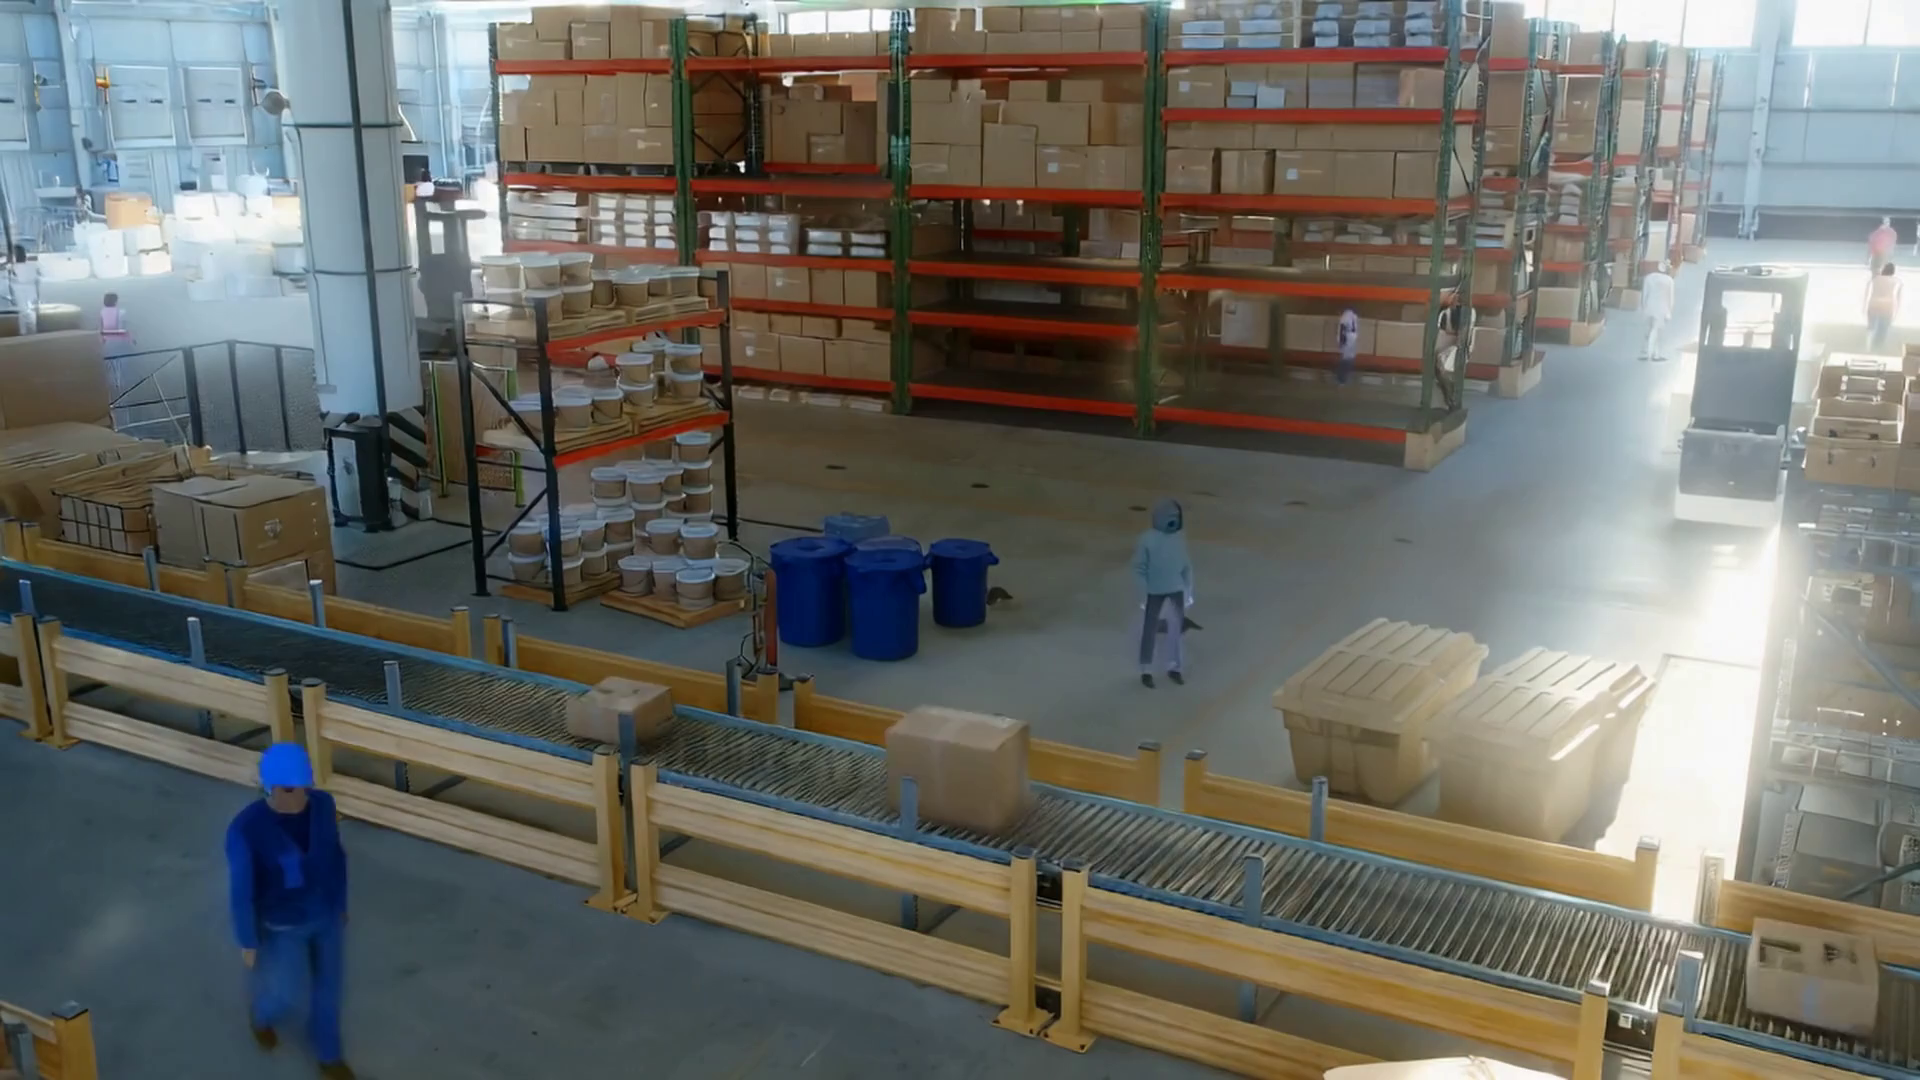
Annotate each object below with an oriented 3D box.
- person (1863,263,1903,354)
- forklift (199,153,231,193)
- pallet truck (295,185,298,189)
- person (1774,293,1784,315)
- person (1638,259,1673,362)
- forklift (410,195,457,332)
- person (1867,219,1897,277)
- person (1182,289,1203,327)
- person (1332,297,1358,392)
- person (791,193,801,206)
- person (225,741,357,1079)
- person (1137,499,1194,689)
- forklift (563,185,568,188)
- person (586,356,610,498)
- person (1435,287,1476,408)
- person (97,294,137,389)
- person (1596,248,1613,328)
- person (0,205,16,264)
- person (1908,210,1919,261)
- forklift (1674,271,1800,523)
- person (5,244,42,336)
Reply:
[{"bbox_3d":[17.435,-4.336,31.479,0.627,1.805,0.934,9,17,29],"label":"person"},{"bbox_3d":[-27.440,-12.865,61.464,1.873,2.768,1.129,8,17,28],"label":"forklift"},{"bbox_3d":[-26.804,-14.617,69.738,1.885,1.965,0.823,-14,20,-42],"label":"pallet truck"},{"bbox_3d":[15.519,-4.219,31.367,0.280,1.624,0.493,1,15,4],"label":"person"},{"bbox_3d":[13.064,-4.304,31.171,0.400,1.899,0.649,-8,17,-27],"label":"person"},{"bbox_3d":[-11.056,-5.871,35.172,1.873,2.768,1.129,8,17,28],"label":"forklift"},{"bbox_3d":[23.439,-7.240,42.311,0.626,1.846,1.017,1,15,2],"label":"person"},{"bbox_3d":[4.588,-4.766,32.863,0.589,1.917,0.553,8,17,28],"label":"person"},{"bbox_3d":[6.482,-3.298,27.768,0.366,1.685,0.551,8,17,28],"label":"person"},{"bbox_3d":[-5.300,-10.316,53.698,0.581,1.932,0.369,12,19,38],"label":"person"},{"bbox_3d":[-3.322,1.832,8.251,0.625,1.812,0.605,11,18,36],"label":"person"},{"bbox_3d":[1.703,0.442,13.845,0.495,1.624,0.282,-5,16,-18],"label":"person"},{"bbox_3d":[-14.755,-13.448,63.654,1.873,2.768,1.129,8,17,28],"label":"forklift"},{"bbox_3d":[-4.422,-1.388,20.453,0.312,1.768,0.522,1,15,4],"label":"person"},{"bbox_3d":[7.720,-3.008,26.031,0.609,2.034,0.404,0,15,0],"label":"person"},{"bbox_3d":[-14.342,-3.388,28.308,0.517,1.591,0.874,1,15,5],"label":"person"},{"bbox_3d":[13.817,-5.404,35.684,0.315,1.696,0.541,8,17,26],"label":"person"},{"bbox_3d":[-27.418,-8.678,47.607,0.638,1.911,0.903,6,16,23],"label":"person"},{"bbox_3d":[29.112,-9.333,50.226,0.857,1.808,0.599,-13,19,-39],"label":"person"},{"bbox_3d":[9.269,-1.763,19.726,1.129,2.768,1.873,8,17,27],"label":"forklift"},{"bbox_3d":[-18.866,-4.972,33.541,0.368,1.966,0.602,12,19,38],"label":"person"}]
